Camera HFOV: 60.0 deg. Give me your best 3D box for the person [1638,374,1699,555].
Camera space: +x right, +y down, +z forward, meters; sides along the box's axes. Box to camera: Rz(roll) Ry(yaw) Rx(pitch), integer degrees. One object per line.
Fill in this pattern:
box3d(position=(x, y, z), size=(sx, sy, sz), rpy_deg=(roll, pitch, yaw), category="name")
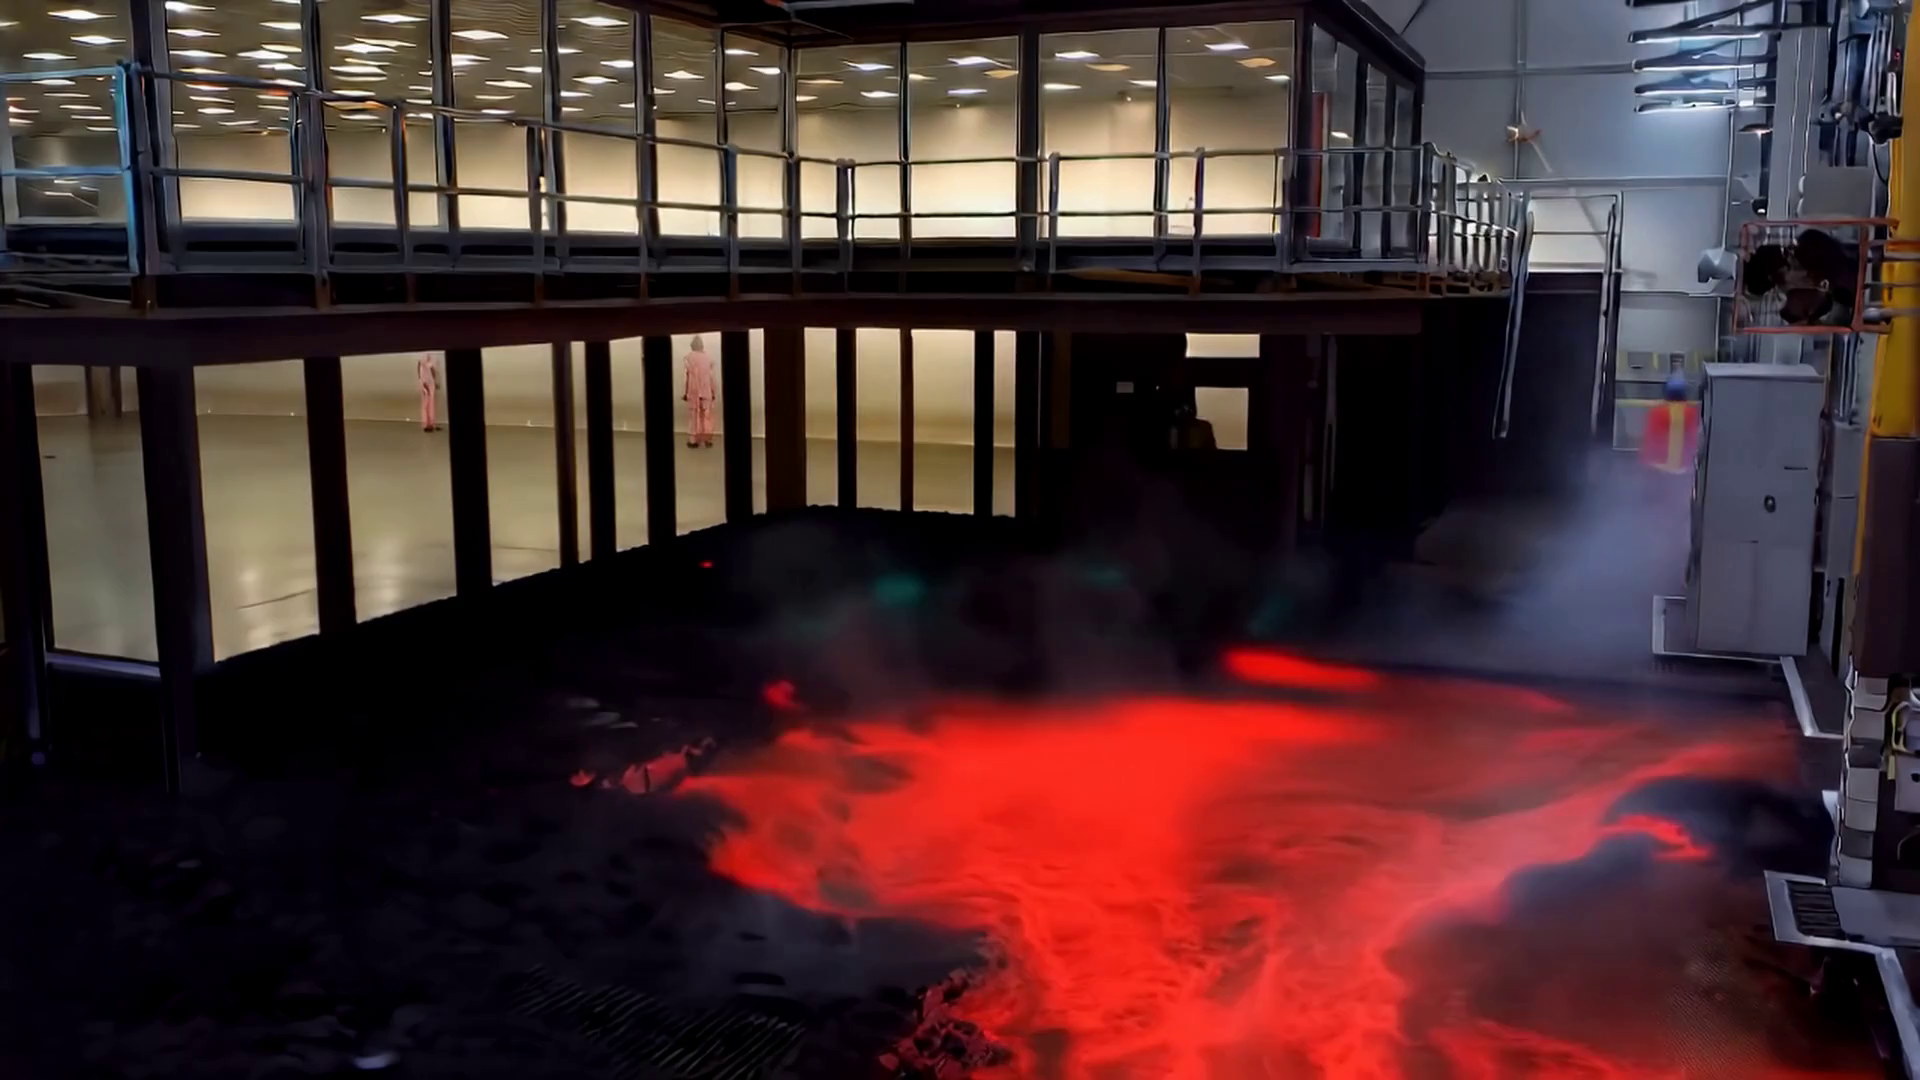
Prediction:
box3d(position=(7.534, -0.776, 17.689), size=(0.633, 1.970, 0.748), rpy_deg=(6, 11, 32), category="person")
